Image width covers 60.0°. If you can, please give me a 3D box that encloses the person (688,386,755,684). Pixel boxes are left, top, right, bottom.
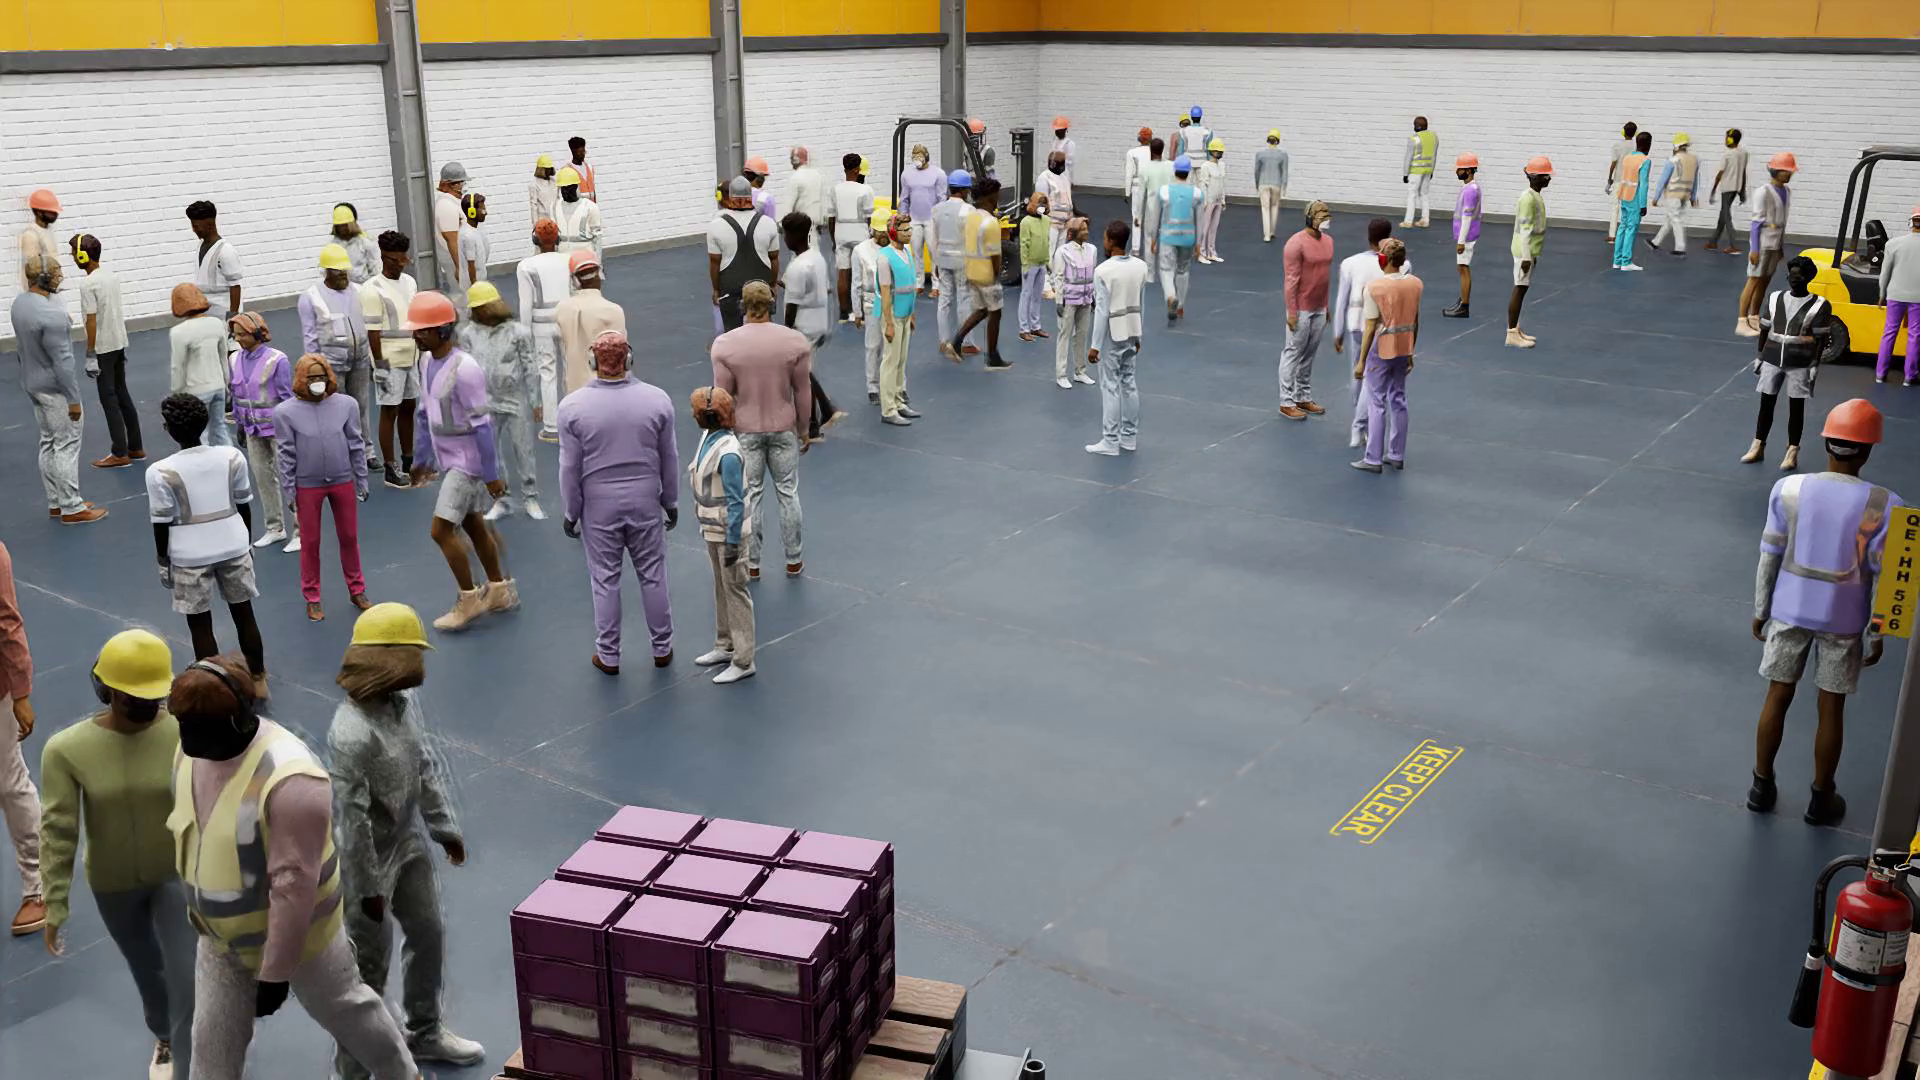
[{"bbox_3d":[-1.282,-0.032,9.012,0.314,1.636,0.515,-7,19,-21],"label":"person"}]

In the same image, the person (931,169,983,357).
[{"bbox_3d":[-0.033,-2.910,17.508,0.605,1.949,0.401,13,22,36],"label":"person"}]

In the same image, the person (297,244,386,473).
[{"bbox_3d":[-4.791,-1.386,12.932,0.403,1.831,0.592,14,23,38],"label":"person"}]

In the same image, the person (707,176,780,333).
[{"bbox_3d":[-2.080,-2.460,15.951,0.684,2.000,0.538,-5,18,-16],"label":"person"}]

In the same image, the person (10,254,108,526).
[{"bbox_3d":[-6.376,-1.048,11.728,0.636,1.928,0.383,14,23,38],"label":"person"}]

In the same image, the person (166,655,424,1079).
[{"bbox_3d":[-2.099,1.163,5.055,0.637,1.789,0.960,10,20,29],"label":"person"}]

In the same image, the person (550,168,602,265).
[{"bbox_3d":[-4.147,-3.035,17.932,0.595,1.925,0.375,5,18,15],"label":"person"}]

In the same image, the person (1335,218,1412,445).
[{"bbox_3d":[3.515,-1.784,14.118,0.600,1.863,0.985,10,20,27],"label":"person"}]

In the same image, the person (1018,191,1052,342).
[{"bbox_3d":[0.841,-3.026,18.380,0.285,1.632,0.499,15,23,38],"label":"person"}]

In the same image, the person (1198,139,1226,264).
[{"bbox_3d":[3.646,-4.873,23.943,0.310,1.769,0.525,16,24,41],"label":"person"}]

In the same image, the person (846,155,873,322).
[{"bbox_3d":[-1.197,-3.538,19.525,0.382,1.917,0.585,15,23,38],"label":"person"}]

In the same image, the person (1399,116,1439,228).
[{"bbox_3d":[7.683,-6.153,27.843,0.635,1.833,0.430,-8,20,-25],"label":"person"}]

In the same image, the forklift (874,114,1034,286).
[{"bbox_3d":[-0.171,-4.594,22.377,2.313,2.155,1.214,1,18,3],"label":"forklift"}]

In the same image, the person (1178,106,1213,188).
[{"bbox_3d":[4.053,-6.483,28.680,0.605,1.951,0.381,3,18,9],"label":"person"}]

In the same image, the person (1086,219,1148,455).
[{"bbox_3d":[1.290,-1.649,13.613,0.377,1.917,0.600,17,24,42],"label":"person"}]

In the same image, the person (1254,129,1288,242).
[{"bbox_3d":[4.897,-5.616,26.319,0.522,1.725,0.853,1,18,4],"label":"person"}]

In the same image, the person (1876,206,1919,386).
[{"bbox_3d":[9.245,-2.382,16.184,0.563,1.744,0.337,15,23,40],"label":"person"}]

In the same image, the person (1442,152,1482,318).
[{"bbox_3d":[5.965,-3.612,19.733,0.387,1.931,0.543,5,18,16],"label":"person"}]

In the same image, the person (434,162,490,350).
[{"bbox_3d":[-5.194,-2.931,17.425,0.539,2.000,0.689,-5,18,-14],"label":"person"}]

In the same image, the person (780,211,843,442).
[{"bbox_3d":[-1.324,-1.778,13.963,0.422,1.944,0.602,3,18,11],"label":"person"}]

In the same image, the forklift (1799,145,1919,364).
[{"bbox_3d":[9.803,-2.879,17.013,2.313,2.155,1.214,12,21,33],"label":"forklift"}]

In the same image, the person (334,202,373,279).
[{"bbox_3d":[-6.202,-2.600,16.978,0.406,1.693,0.554,8,19,24],"label":"person"}]

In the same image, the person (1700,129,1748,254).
[{"bbox_3d":[11.525,-5.220,24.988,0.551,1.837,0.812,-8,20,-25],"label":"person"}]

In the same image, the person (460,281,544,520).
[{"bbox_3d":[-3.241,-0.972,11.828,0.565,1.726,0.296,0,18,0],"label":"person"}]

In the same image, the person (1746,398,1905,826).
[{"bbox_3d":[3.844,0.322,7.421,0.551,1.932,0.378,13,22,36],"label":"person"}]

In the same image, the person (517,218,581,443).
[{"bbox_3d":[-3.414,-1.755,14.003,0.574,1.883,0.355,-10,20,-28],"label":"person"}]

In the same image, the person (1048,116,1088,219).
[{"bbox_3d":[1.717,-5.898,26.934,0.831,1.909,0.555,-9,20,-25],"label":"person"}]

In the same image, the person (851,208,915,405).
[{"bbox_3d":[-0.704,-2.151,15.352,0.601,1.817,0.403,-6,19,-18],"label":"person"}]

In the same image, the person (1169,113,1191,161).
[{"bbox_3d":[3.988,-6.728,29.763,0.531,1.758,0.345,-3,18,-8],"label":"person"}]

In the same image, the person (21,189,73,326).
[{"bbox_3d":[-8.923,-2.468,16.214,0.597,1.895,0.566,-2,18,-7],"label":"person"}]

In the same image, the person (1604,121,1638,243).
[{"bbox_3d":[10.377,-5.584,26.001,0.535,1.868,0.309,2,18,5],"label":"person"}]

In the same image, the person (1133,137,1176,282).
[{"bbox_3d":[2.636,-4.396,22.215,0.609,1.917,0.407,-6,19,-18],"label":"person"}]

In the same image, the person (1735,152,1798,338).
[{"bbox_3d":[9.009,-3.280,18.513,0.614,2.040,0.390,-13,22,-35],"label":"person"}]

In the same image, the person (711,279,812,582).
[{"bbox_3d":[-1.248,-0.683,10.569,0.627,1.934,0.371,-4,18,-13],"label":"person"}]
